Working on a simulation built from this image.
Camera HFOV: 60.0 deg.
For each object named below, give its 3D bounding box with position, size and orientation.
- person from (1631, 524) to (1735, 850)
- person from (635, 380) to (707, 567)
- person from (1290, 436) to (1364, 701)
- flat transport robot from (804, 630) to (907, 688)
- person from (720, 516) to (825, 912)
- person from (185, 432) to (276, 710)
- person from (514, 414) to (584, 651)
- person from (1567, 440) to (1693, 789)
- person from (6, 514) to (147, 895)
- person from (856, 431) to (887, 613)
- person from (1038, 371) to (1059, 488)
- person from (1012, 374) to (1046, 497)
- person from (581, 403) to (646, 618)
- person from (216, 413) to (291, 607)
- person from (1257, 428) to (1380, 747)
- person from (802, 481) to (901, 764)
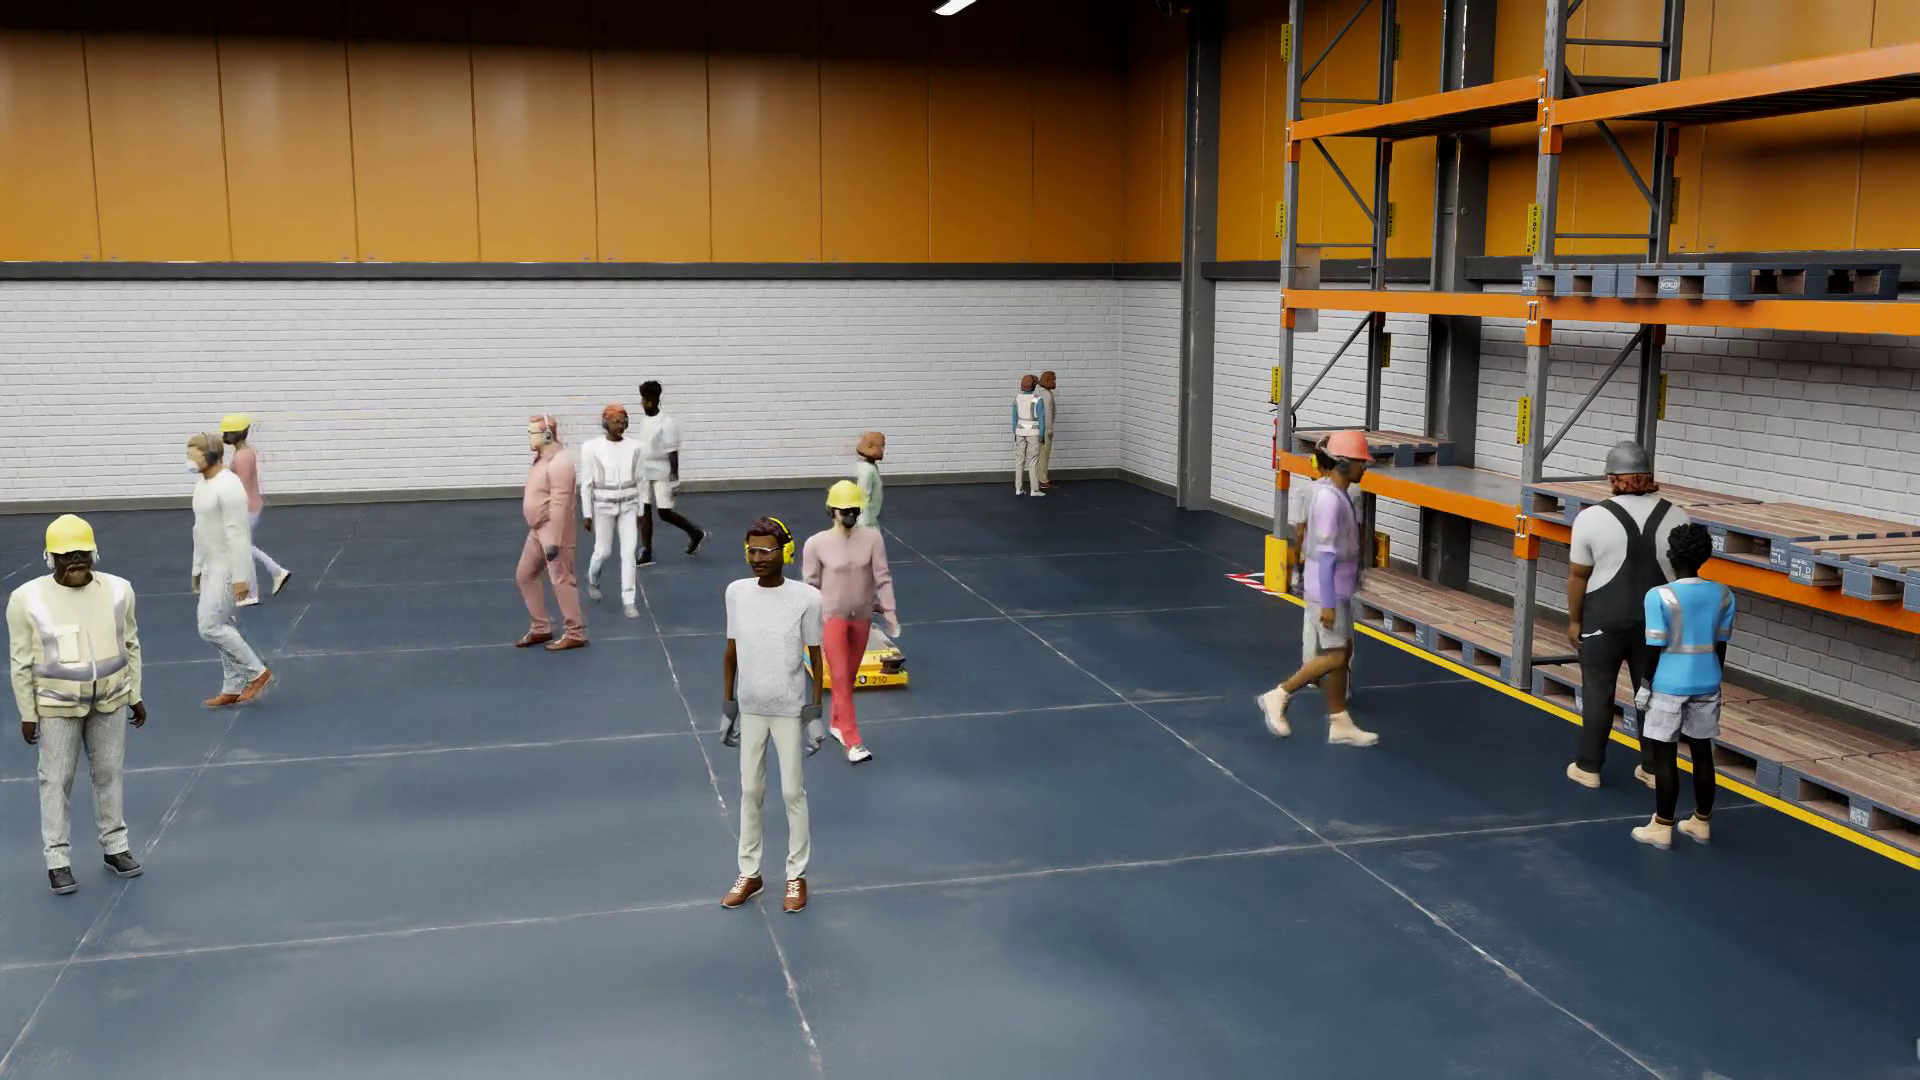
[{"bbox_3d":[3.751,0.760,8.650,0.540,1.695,0.317,-3,10,-17],"label":"person"},{"bbox_3d":[-3.003,-0.684,16.966,0.782,1.924,0.658,-8,12,-40],"label":"person"},{"bbox_3d":[2.604,0.195,11.749,0.520,1.846,0.839,0,9,2],"label":"person"},{"bbox_3d":[-0.860,0.846,12.545,0.652,0.197,1.431,-2,9,-13],"label":"flat transport robot"},{"bbox_3d":[-0.884,0.811,7.790,0.518,1.874,0.330,2,9,14],"label":"person"},{"bbox_3d":[-5.038,0.222,11.313,0.432,1.919,0.640,-7,12,-38],"label":"person"},{"bbox_3d":[-3.300,-0.048,13.096,0.663,1.885,0.681,-5,10,-29],"label":"person"},{"bbox_3d":[3.860,0.422,9.689,0.684,2.000,0.535,1,9,4],"label":"person"},{"bbox_3d":[-4.271,0.779,8.101,0.404,1.834,0.591,9,12,43],"label":"person"},{"bbox_3d":[-0.807,-0.144,14.527,0.397,1.619,0.497,0,9,-1],"label":"person"},{"bbox_3d":[1.213,-1.543,23.217,0.284,1.633,0.501,-1,9,-8],"label":"person"},{"bbox_3d":[0.923,-1.393,22.264,0.521,1.640,0.307,7,11,37],"label":"person"},{"bbox_3d":[-3.066,-0.280,14.649,0.583,1.867,0.797,-5,10,-27],"label":"person"},{"bbox_3d":[-6.372,-0.275,14.925,0.467,1.751,0.546,-3,10,-17],"label":"person"},{"bbox_3d":[2.306,0.305,10.449,0.683,2.026,0.635,3,10,19],"label":"person"},{"bbox_3d":[-0.668,0.497,10.214,0.541,1.724,0.913,-5,10,-28],"label":"person"}]
